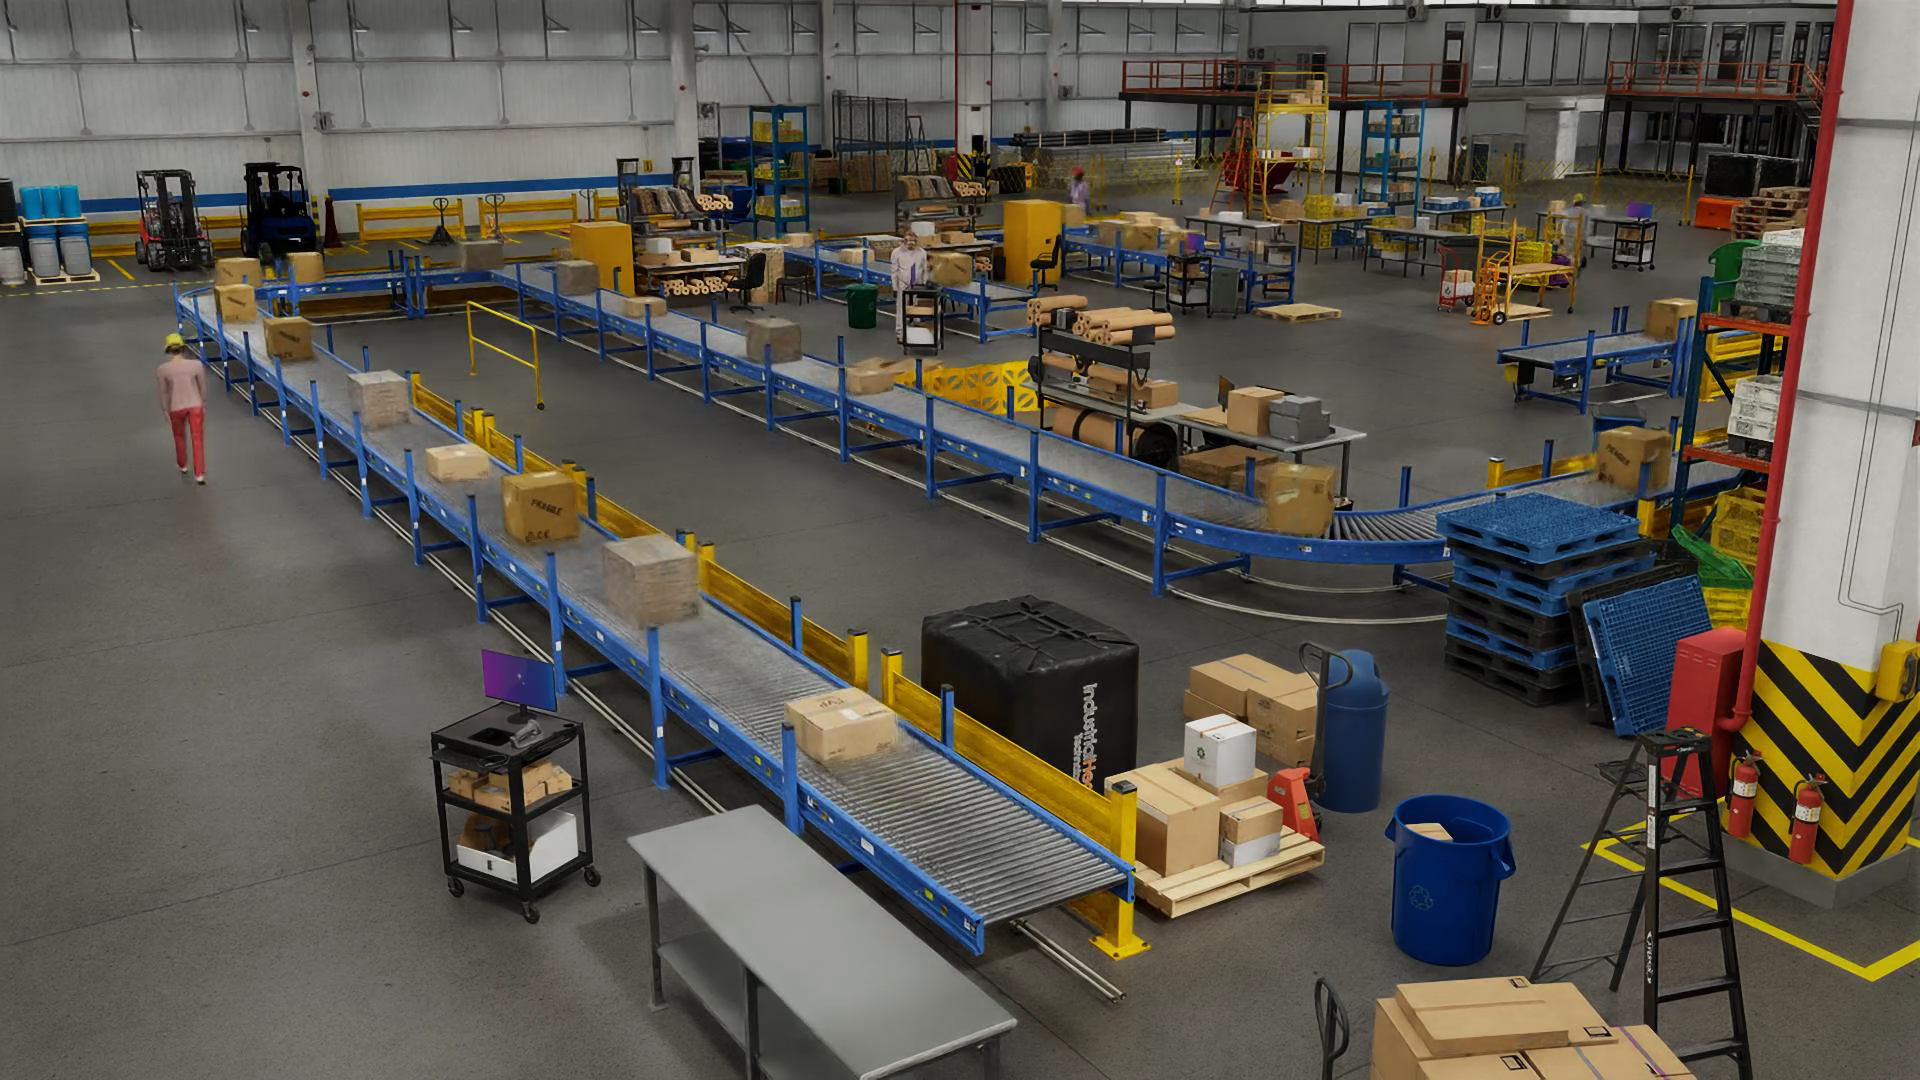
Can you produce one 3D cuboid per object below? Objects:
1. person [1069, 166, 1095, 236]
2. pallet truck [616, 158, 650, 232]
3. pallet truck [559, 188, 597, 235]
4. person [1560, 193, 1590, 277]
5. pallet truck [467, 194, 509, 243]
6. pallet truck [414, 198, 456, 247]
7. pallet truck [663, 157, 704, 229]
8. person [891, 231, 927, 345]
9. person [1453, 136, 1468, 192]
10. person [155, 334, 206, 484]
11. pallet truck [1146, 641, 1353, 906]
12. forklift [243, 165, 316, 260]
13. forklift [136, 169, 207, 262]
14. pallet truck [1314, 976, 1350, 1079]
[{"bbox_3d":[2.985,-8.156,40.823,0.797,2.023,0.616,-10,19,-30],"label":"person"},{"bbox_3d":[-8.918,-9.176,44.255,0.823,1.965,1.885,-9,19,-27],"label":"pallet truck"},{"bbox_3d":[-10.010,-8.652,43.699,0.653,1.274,1.630,-10,20,-31],"label":"pallet truck"},{"bbox_3d":[13.267,-6.549,35.827,0.603,1.815,0.616,-2,17,-7],"label":"person"},{"bbox_3d":[-11.983,-8.177,42.137,0.704,1.261,1.522,-11,20,-33],"label":"pallet truck"},{"bbox_3d":[-13.250,-8.060,41.856,0.680,1.201,1.601,-10,20,-31],"label":"pallet truck"},{"bbox_3d":[-7.586,-9.308,44.692,0.823,1.965,1.885,-11,20,-33],"label":"pallet truck"},{"bbox_3d":[-0.840,-4.257,28.055,0.639,1.902,0.407,-6,18,-18],"label":"person"},{"bbox_3d":[17.020,-12.768,56.473,0.506,1.843,0.350,-11,20,-31],"label":"person"},{"bbox_3d":[-9.014,-1.538,19.323,0.521,1.717,0.920,-9,19,-28],"label":"person"},{"bbox_3d":[1.664,1.407,10.232,1.630,1.274,0.653,-10,20,-31],"label":"pallet truck"},{"bbox_3d":[-15.898,-7.669,38.708,1.157,1.987,2.680,-11,20,-33],"label":"forklift"},{"bbox_3d":[-17.842,-7.318,37.559,1.157,1.987,2.680,-10,20,-31],"label":"forklift"},{"bbox_3d":[2.299,2.390,7.086,1.601,1.201,0.680,-2,17,-7],"label":"pallet truck"}]
